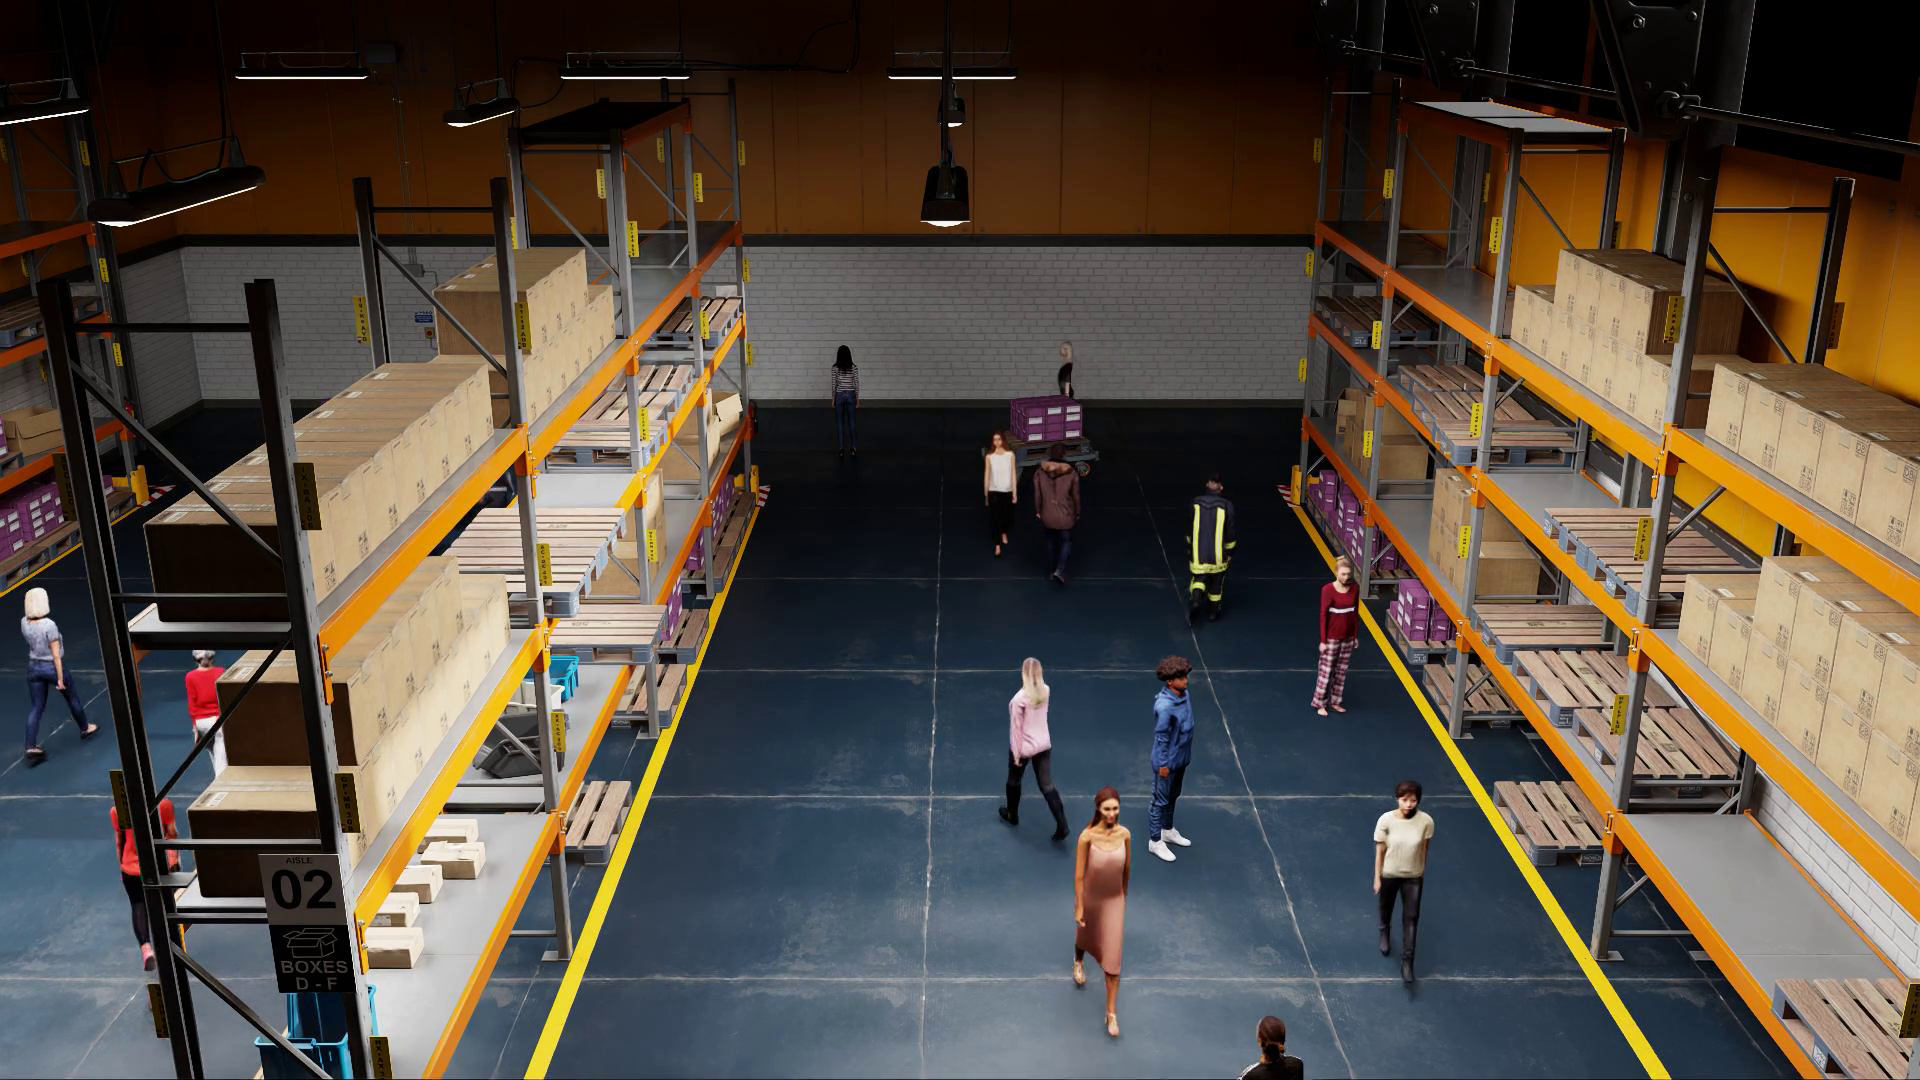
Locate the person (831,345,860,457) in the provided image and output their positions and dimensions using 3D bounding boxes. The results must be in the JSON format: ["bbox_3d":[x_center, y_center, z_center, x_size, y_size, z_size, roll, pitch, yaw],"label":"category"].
[{"bbox_3d":[-1.828,-2.213,26.474,0.589,1.795,0.518,-1,19,-4],"label":"person"}]

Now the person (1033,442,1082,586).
[{"bbox_3d":[1.208,-0.303,20.750,0.940,1.829,1.072,6,20,18],"label":"person"}]

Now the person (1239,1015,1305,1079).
[{"bbox_3d":[1.835,3.545,9.604,0.704,1.650,0.840,-4,19,-12],"label":"person"}]

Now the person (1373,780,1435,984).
[{"bbox_3d":[3.365,2.535,12.763,0.689,1.549,1.009,2,19,7],"label":"person"}]

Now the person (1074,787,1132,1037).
[{"bbox_3d":[0.989,2.612,12.151,0.720,1.791,1.169,-3,19,-9],"label":"person"}]

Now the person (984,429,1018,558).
[{"bbox_3d":[0.529,-0.639,21.935,0.585,1.708,0.675,0,19,-1],"label":"person"}]

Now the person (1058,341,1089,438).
[{"bbox_3d":[1.792,-2.275,26.623,0.643,1.817,0.686,0,19,-1],"label":"person"}]

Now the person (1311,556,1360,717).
[{"bbox_3d":[3.892,0.983,17.128,0.688,1.703,0.639,-7,20,-20],"label":"person"}]

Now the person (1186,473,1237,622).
[{"bbox_3d":[2.907,0.107,19.503,0.900,1.847,0.990,6,20,17],"label":"person"}]

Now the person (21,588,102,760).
[{"bbox_3d":[-8.936,1.321,16.153,0.753,1.685,1.153,4,19,12],"label":"person"}]

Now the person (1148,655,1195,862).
[{"bbox_3d":[1.819,1.850,14.384,0.821,1.811,0.713,12,22,32],"label":"person"}]

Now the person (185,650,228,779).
[{"bbox_3d":[-6.699,1.747,14.954,0.765,1.643,1.203,-5,19,-14],"label":"person"}]

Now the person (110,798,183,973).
[{"bbox_3d":[-6.126,2.524,12.589,0.774,1.679,0.933,-7,20,-21],"label":"person"}]

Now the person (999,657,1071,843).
[{"bbox_3d":[0.691,1.865,14.594,1.025,1.650,1.198,-13,22,-33],"label":"person"}]
